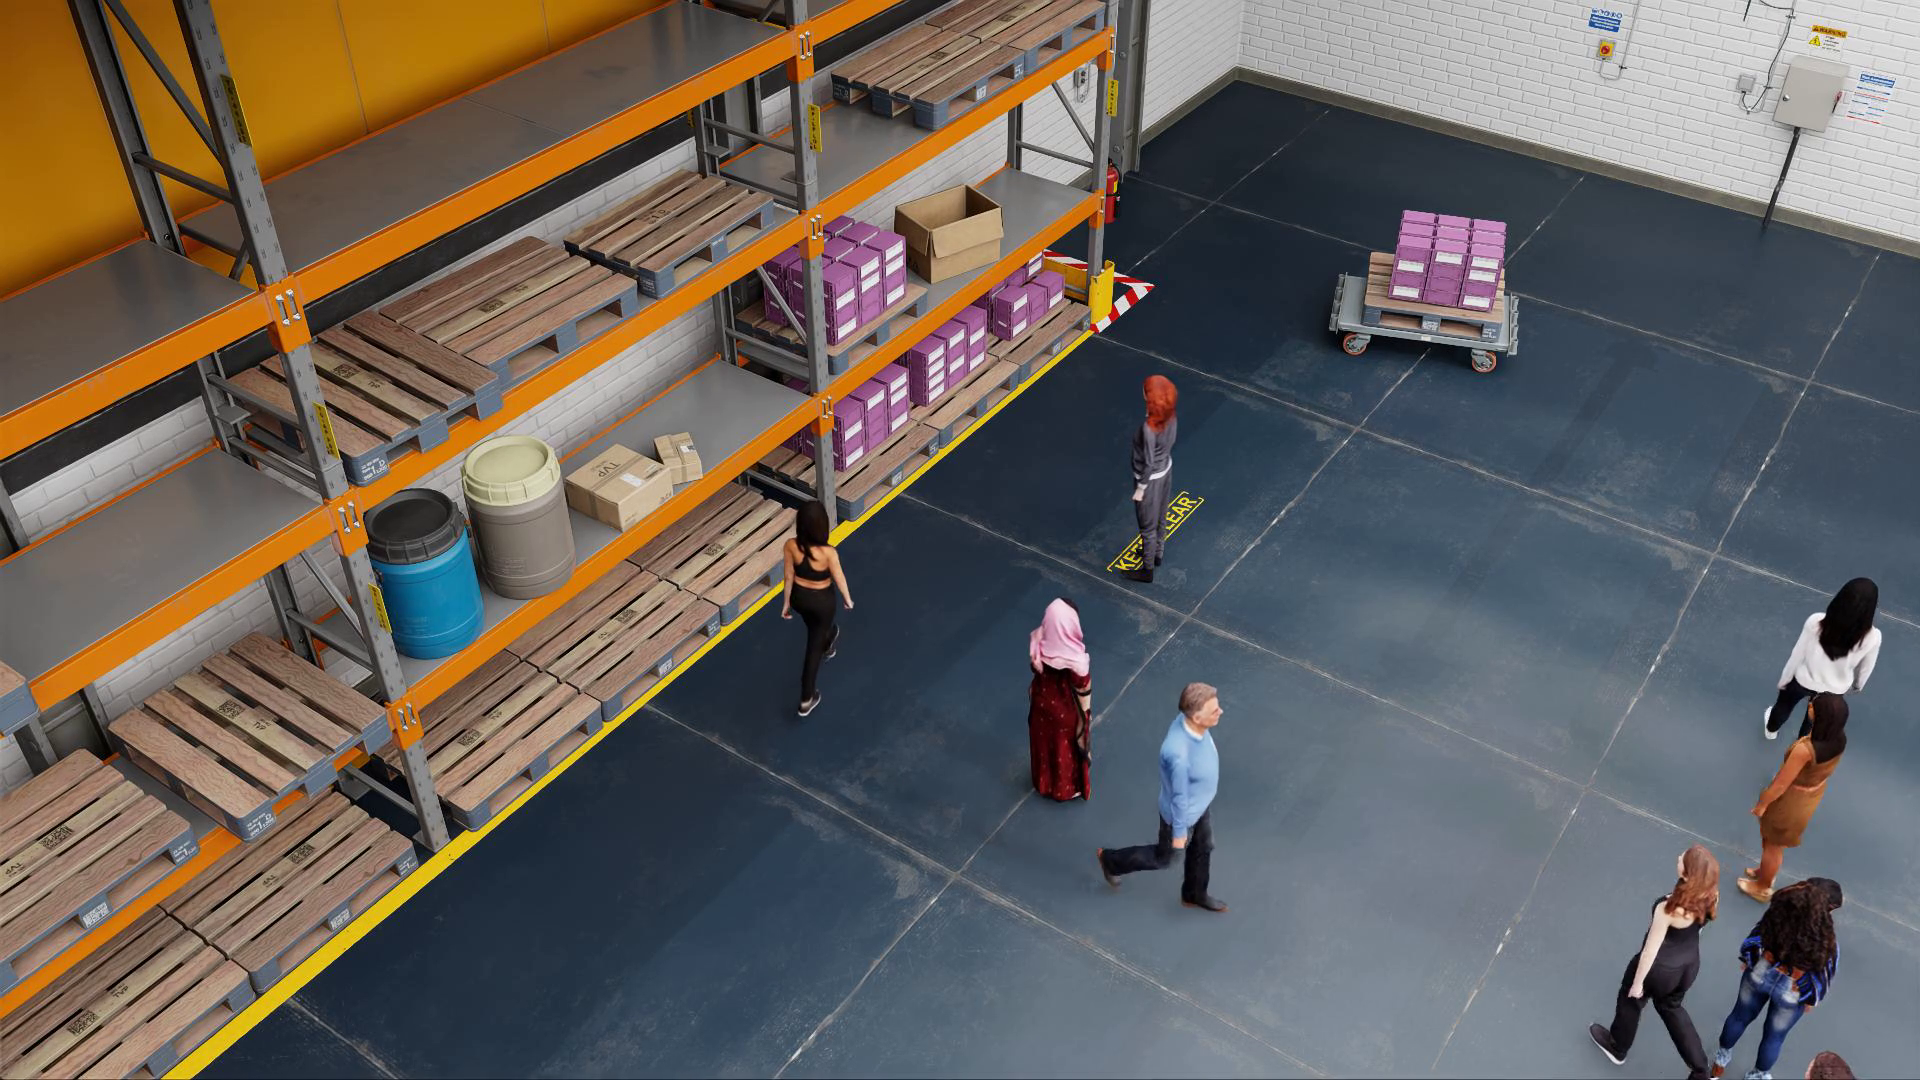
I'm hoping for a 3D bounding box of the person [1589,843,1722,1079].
[{"bbox_3d":[3.807,2.311,8.807,0.978,1.732,0.917,-19,42,-22],"label":"person"}]

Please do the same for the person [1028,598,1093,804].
[{"bbox_3d":[0.632,1.010,10.512,0.668,1.638,0.710,-30,47,-32],"label":"person"}]

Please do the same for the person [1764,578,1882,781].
[{"bbox_3d":[5.422,0.979,10.527,0.758,1.668,1.056,16,41,19],"label":"person"}]

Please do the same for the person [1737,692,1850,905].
[{"bbox_3d":[4.957,1.578,9.765,0.624,1.682,0.721,-25,45,-28],"label":"person"}]

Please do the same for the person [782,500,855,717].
[{"bbox_3d":[-1.016,0.490,11.190,0.809,1.604,1.130,11,40,13],"label":"person"}]

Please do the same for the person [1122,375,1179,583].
[{"bbox_3d":[1.411,-0.459,12.237,0.674,1.781,0.466,18,42,21],"label":"person"}]

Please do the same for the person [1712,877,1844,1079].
[{"bbox_3d":[4.348,2.357,8.844,0.634,1.615,0.657,-27,46,-30],"label":"person"}]

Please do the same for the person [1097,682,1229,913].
[{"bbox_3d":[1.240,1.527,9.736,0.854,1.798,1.048,14,41,17],"label":"person"}]
